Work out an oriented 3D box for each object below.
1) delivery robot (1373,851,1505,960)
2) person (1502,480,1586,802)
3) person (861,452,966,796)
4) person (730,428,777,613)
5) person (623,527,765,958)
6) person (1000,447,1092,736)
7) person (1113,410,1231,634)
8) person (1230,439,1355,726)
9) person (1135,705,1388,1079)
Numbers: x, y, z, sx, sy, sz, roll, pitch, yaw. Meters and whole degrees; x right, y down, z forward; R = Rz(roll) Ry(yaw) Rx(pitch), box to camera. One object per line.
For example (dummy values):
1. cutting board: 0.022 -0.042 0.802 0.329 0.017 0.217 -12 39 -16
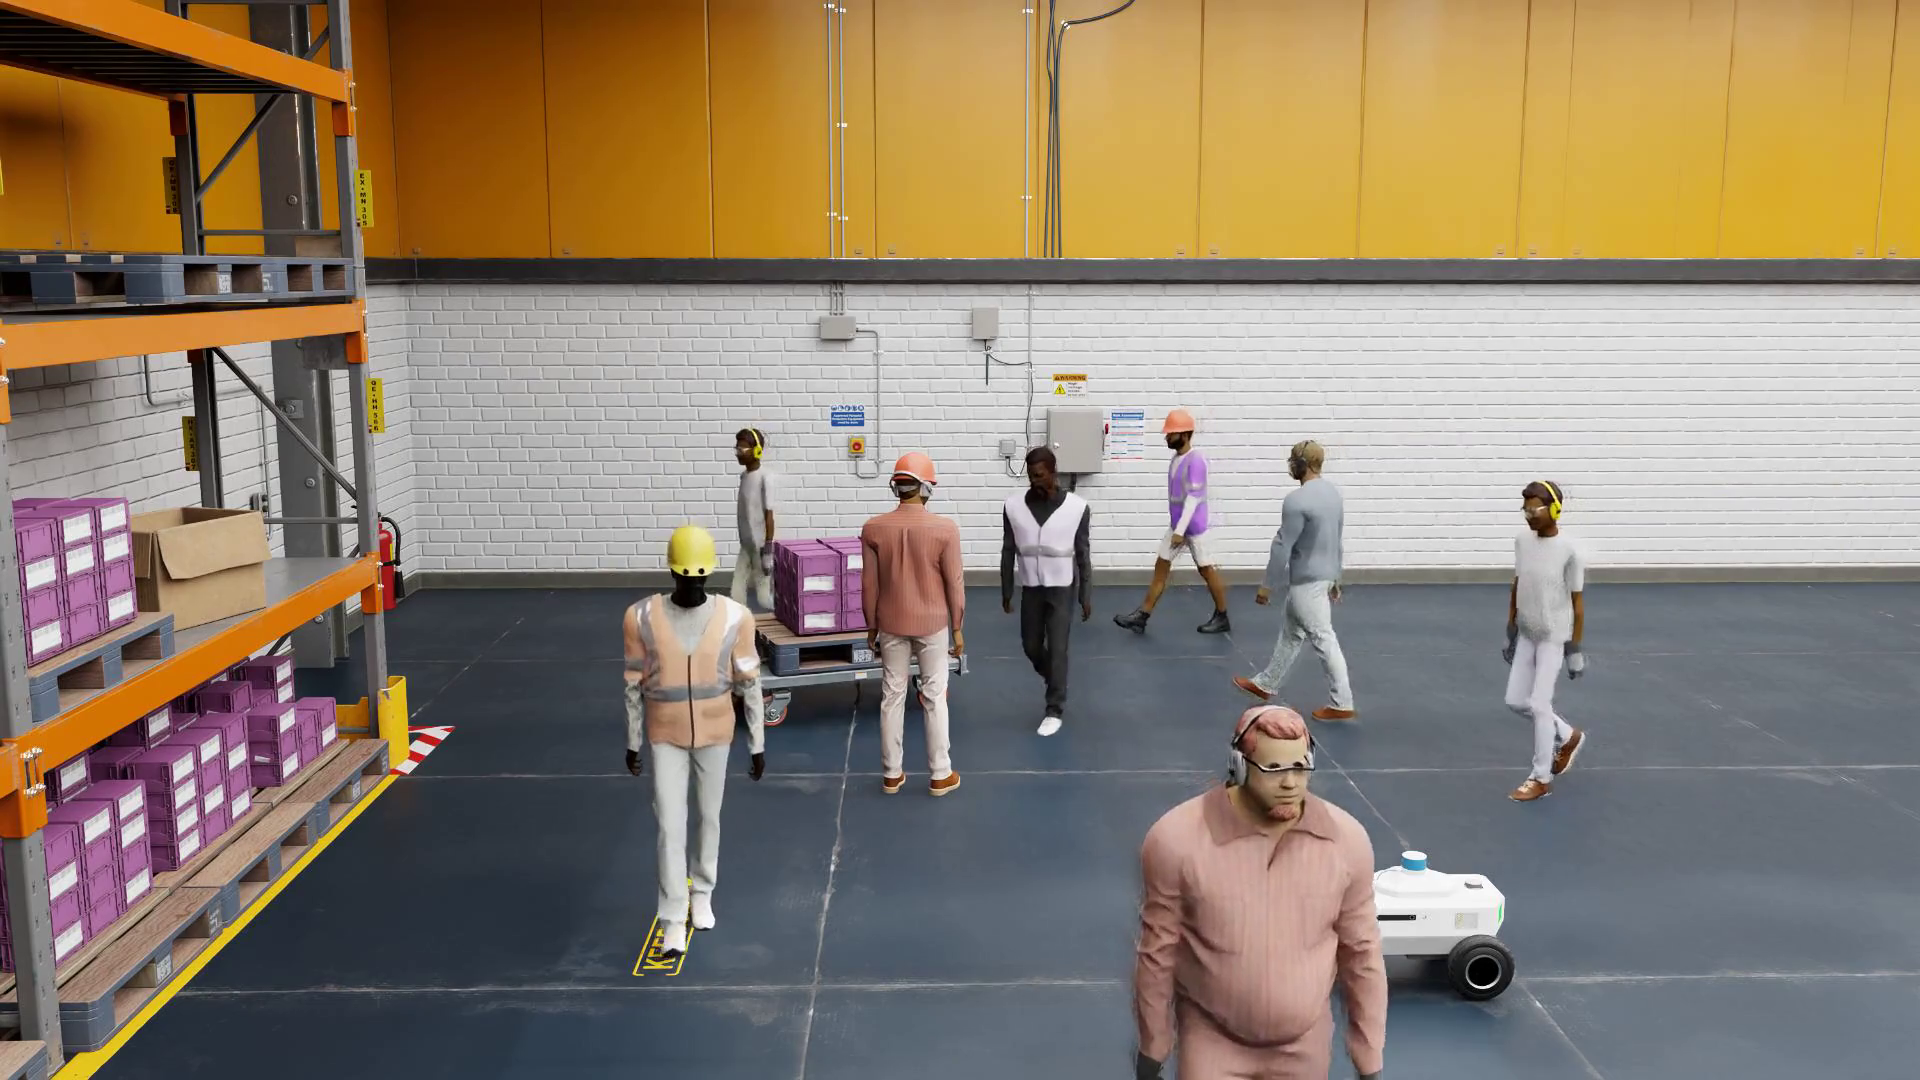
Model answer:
1. delivery robot: 1.919 1.568 7.068 0.707 0.478 0.477 0 9 -1
2. person: 3.393 0.566 9.555 0.558 1.847 0.540 -4 10 -25
3. person: -0.262 0.488 9.604 0.611 1.985 0.393 2 10 13
4. person: -1.503 0.053 12.723 0.788 1.840 0.524 -7 11 -35
5. person: -1.176 0.889 7.402 0.613 1.893 0.799 -2 9 -13
6. person: 0.590 0.303 11.034 0.634 1.893 0.659 3 10 18
7. person: 1.810 -0.127 13.730 1.035 1.872 0.551 -3 10 -19
8. person: 2.272 0.269 11.218 0.998 1.885 0.648 6 11 34
9. person: 0.833 1.380 4.441 0.668 1.880 0.732 -1 9 -8
